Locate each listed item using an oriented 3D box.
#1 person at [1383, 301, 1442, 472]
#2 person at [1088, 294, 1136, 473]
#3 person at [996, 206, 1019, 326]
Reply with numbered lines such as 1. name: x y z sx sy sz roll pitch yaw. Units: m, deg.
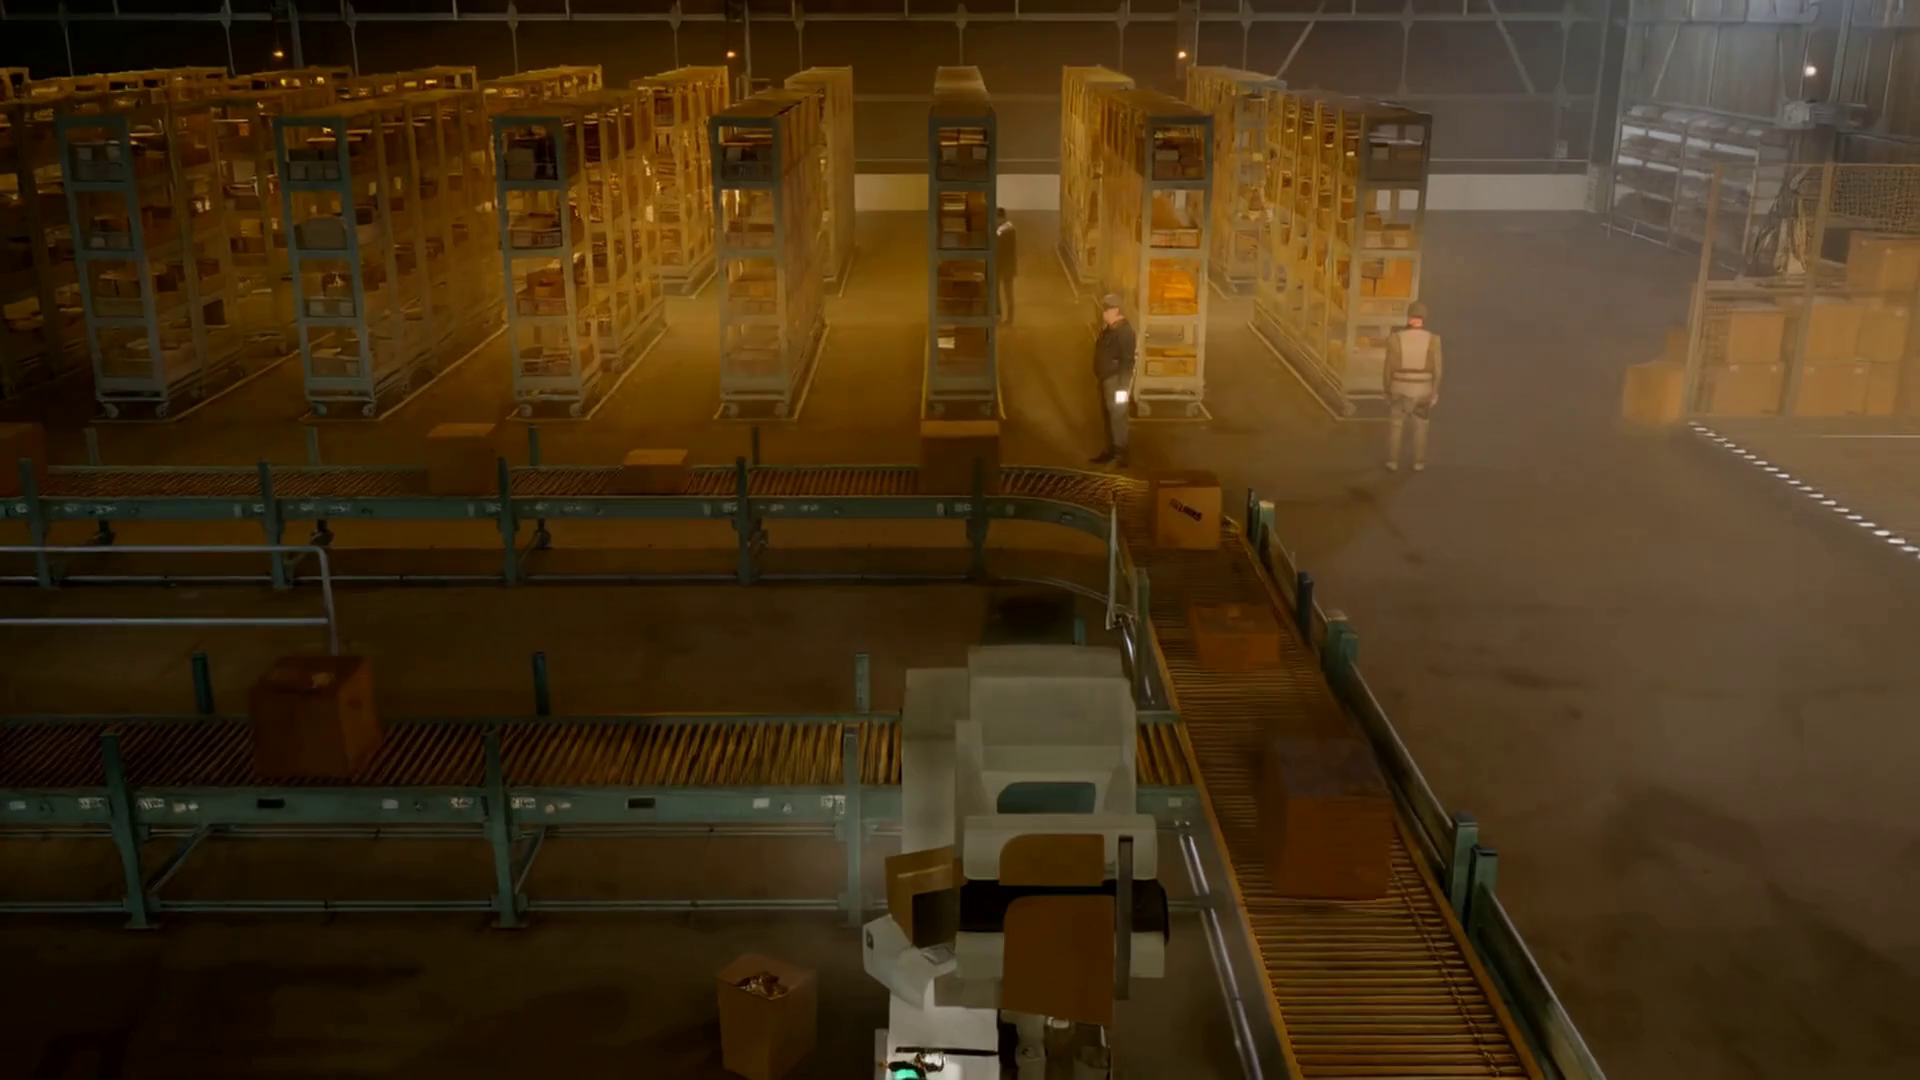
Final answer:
1. person: 4.791 -1.623 17.671 0.588 1.835 0.403 4 18 11
2. person: 1.608 -1.675 17.717 0.407 1.904 0.654 -5 19 -16
3. person: 0.649 -4.256 25.793 0.569 1.831 0.411 11 21 29
